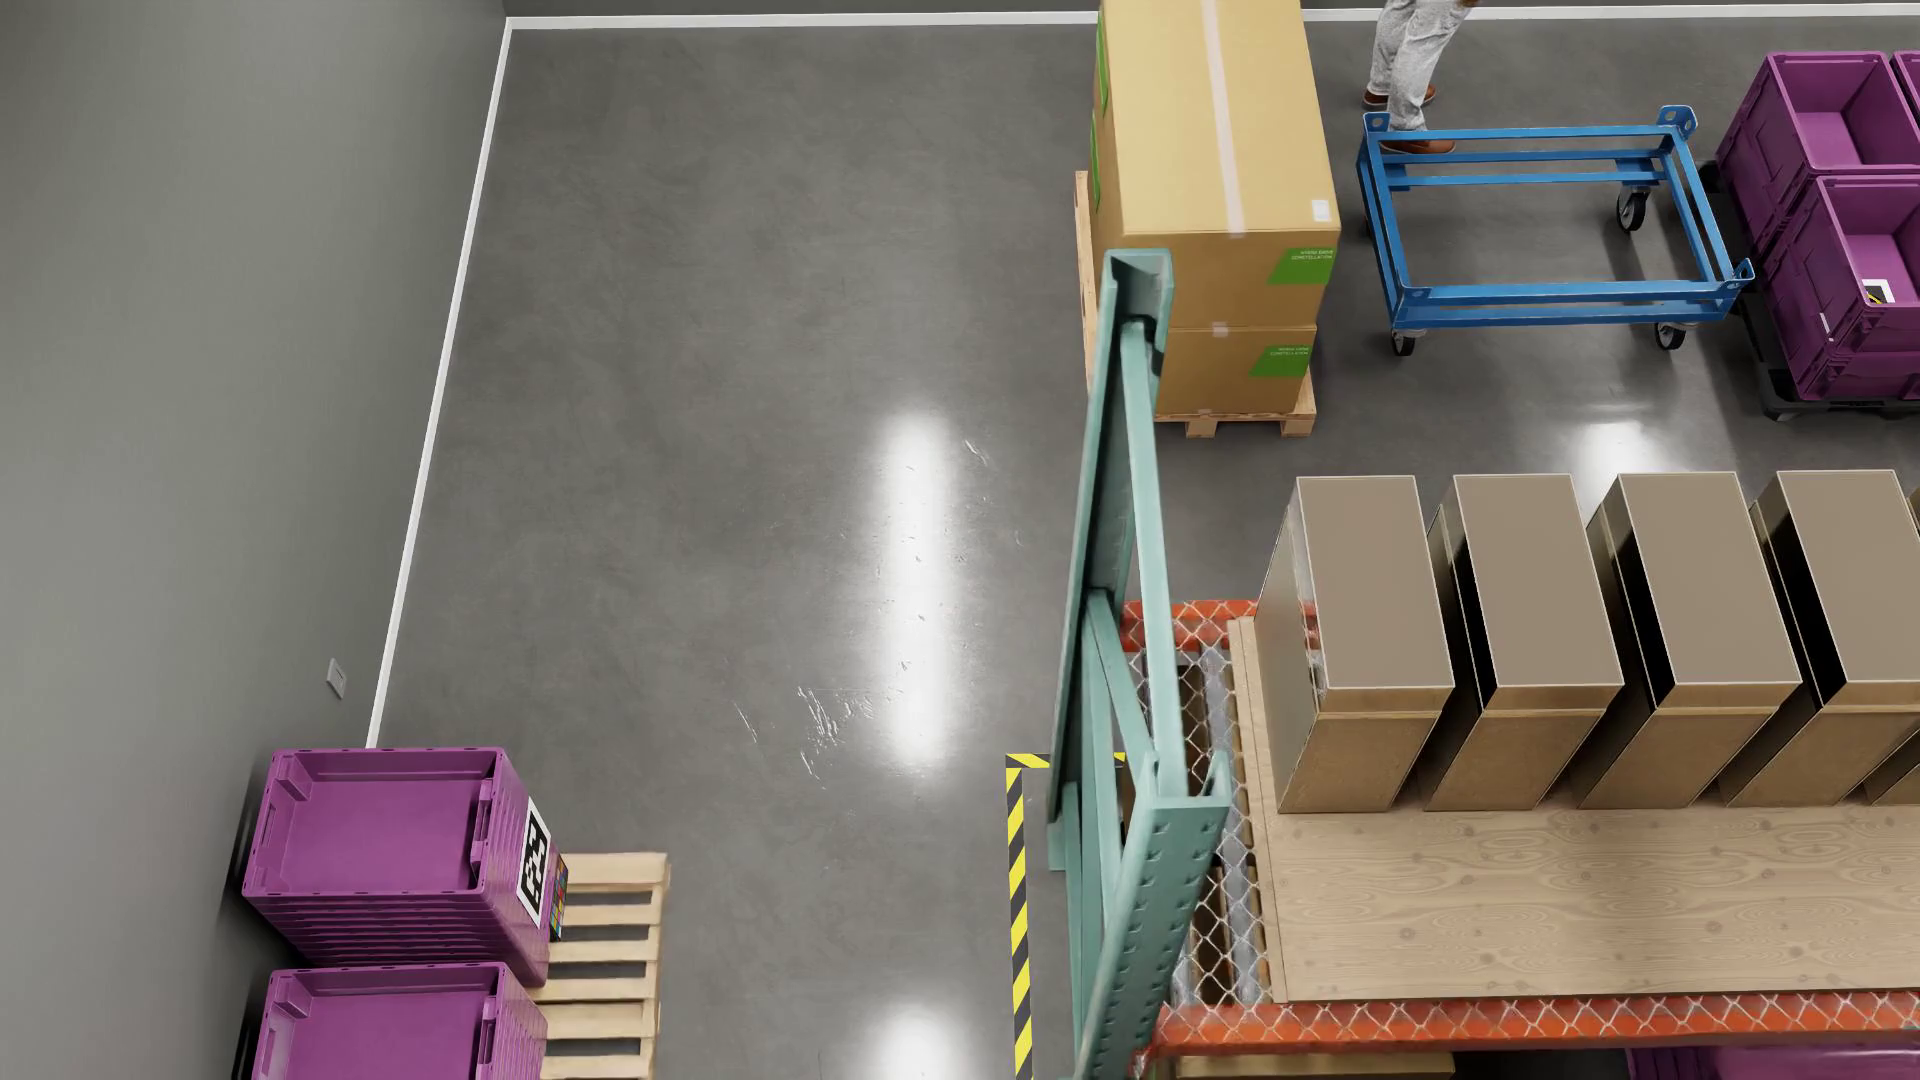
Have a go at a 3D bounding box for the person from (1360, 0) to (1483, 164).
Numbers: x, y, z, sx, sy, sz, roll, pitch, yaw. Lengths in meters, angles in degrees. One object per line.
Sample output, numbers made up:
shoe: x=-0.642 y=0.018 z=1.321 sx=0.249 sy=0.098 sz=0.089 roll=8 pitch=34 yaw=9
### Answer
person: x=1.822 y=-2.249 z=6.082 sx=0.376 sy=1.940 sz=0.627 roll=-1 pitch=58 yaw=-1
